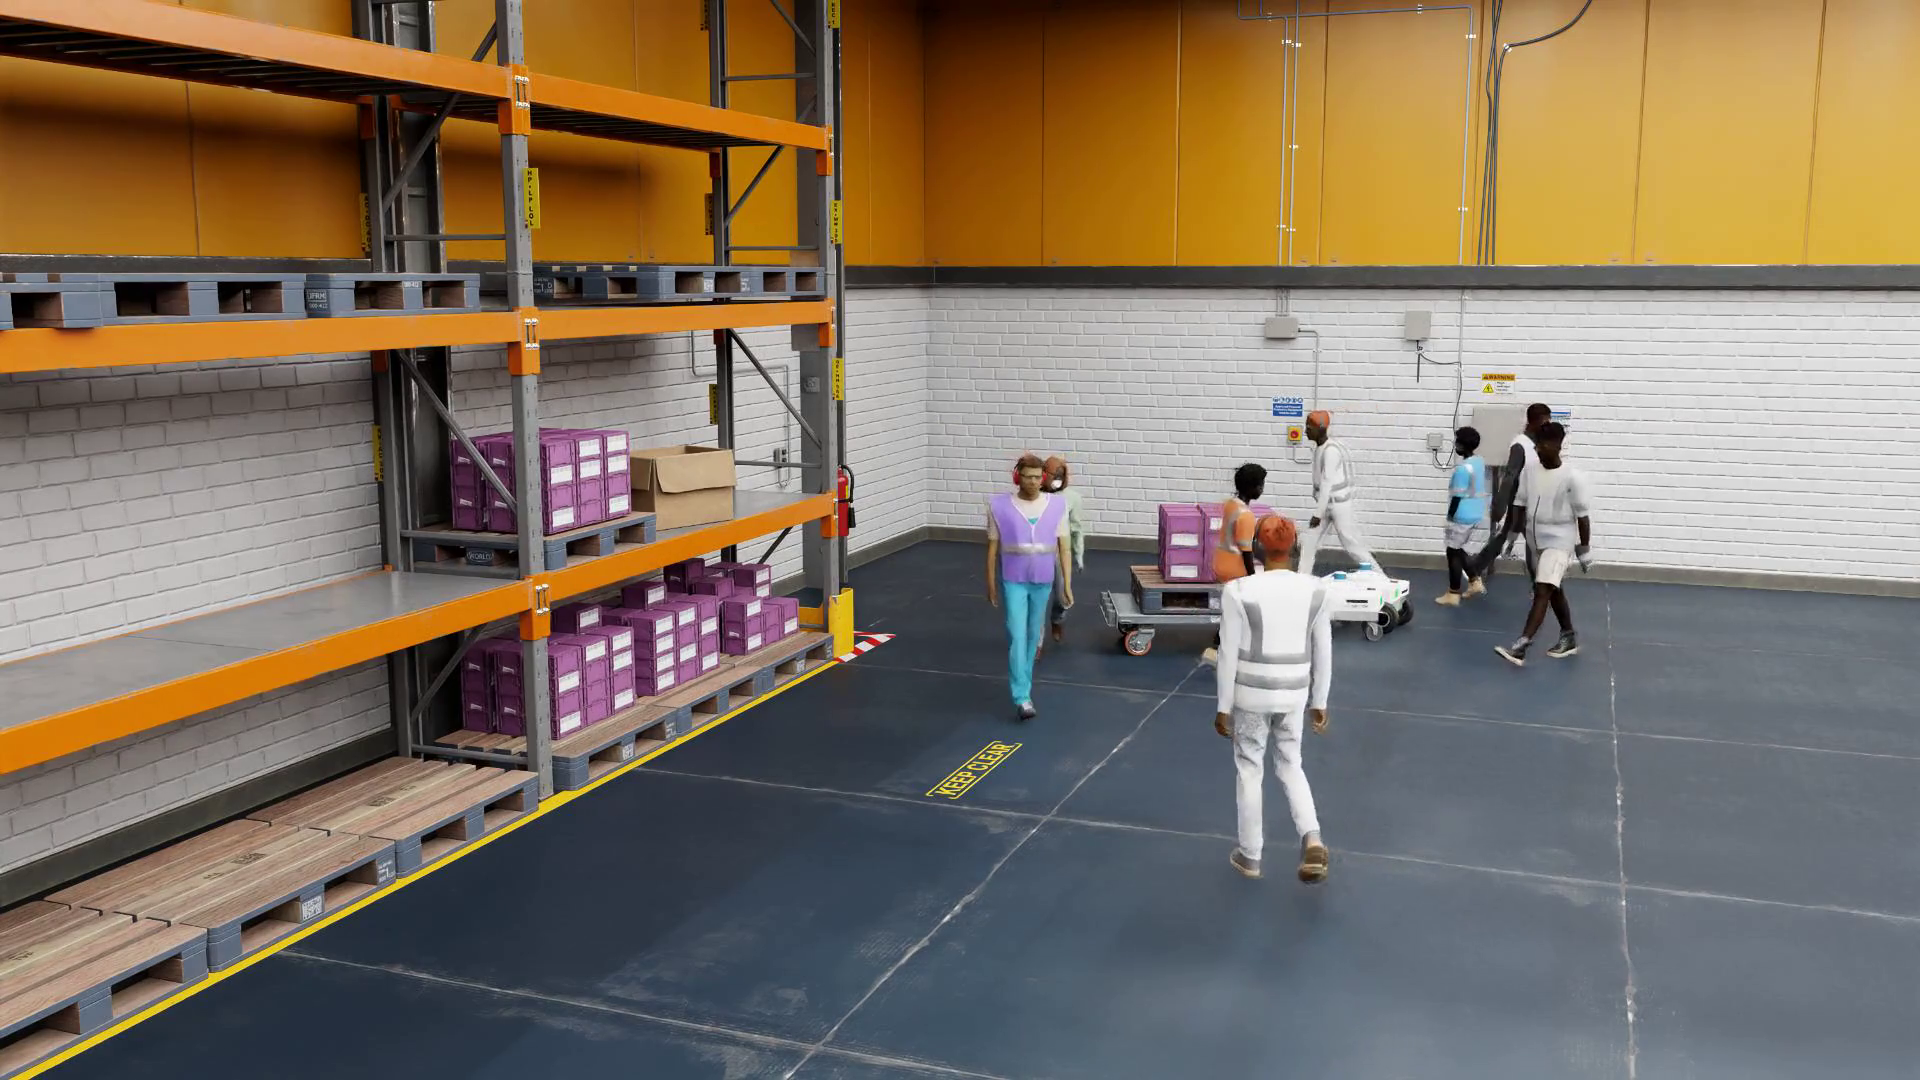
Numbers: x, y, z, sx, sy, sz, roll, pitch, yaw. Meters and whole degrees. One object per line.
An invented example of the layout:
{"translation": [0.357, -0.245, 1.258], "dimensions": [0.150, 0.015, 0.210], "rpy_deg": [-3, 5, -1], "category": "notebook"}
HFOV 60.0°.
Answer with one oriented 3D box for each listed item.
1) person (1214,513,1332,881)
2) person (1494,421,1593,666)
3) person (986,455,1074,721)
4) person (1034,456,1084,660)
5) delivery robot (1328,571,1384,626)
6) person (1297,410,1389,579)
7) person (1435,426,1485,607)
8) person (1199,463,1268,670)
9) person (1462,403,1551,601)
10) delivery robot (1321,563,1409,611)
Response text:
{"translation": [1.572, 0.806, 8.234], "dimensions": [0.583, 1.866, 0.615], "rpy_deg": [-2, 9, -12], "category": "person"}
{"translation": [4.553, 0.022, 12.978], "dimensions": [1.015, 1.900, 0.599], "rpy_deg": [-4, 10, -26], "category": "person"}
{"translation": [0.495, 0.328, 11.397], "dimensions": [0.562, 1.798, 0.928], "rpy_deg": [-2, 9, -13], "category": "person"}
{"translation": [0.717, 0.122, 13.272], "dimensions": [0.534, 1.618, 0.489], "rpy_deg": [0, 9, 1], "category": "person"}
{"translation": [3.172, 0.507, 13.892], "dimensions": [0.707, 0.478, 0.477], "rpy_deg": [1, 9, 7], "category": "delivery robot"}
{"translation": [3.538, -0.310, 15.448], "dimensions": [1.057, 1.814, 0.555], "rpy_deg": [-1, 9, -9], "category": "person"}
{"translation": [4.580, -0.213, 15.182], "dimensions": [0.372, 1.673, 0.558], "rpy_deg": [7, 11, 36], "category": "person"}
{"translation": [2.056, 0.257, 12.281], "dimensions": [0.380, 1.674, 0.553], "rpy_deg": [0, 9, 3], "category": "person"}
{"translation": [5.237, -0.381, 15.680], "dimensions": [0.978, 1.872, 0.631], "rpy_deg": [7, 11, 37], "category": "person"}
{"translation": [3.480, 0.438, 14.326], "dimensions": [0.707, 0.478, 0.477], "rpy_deg": [6, 10, 31], "category": "delivery robot"}
